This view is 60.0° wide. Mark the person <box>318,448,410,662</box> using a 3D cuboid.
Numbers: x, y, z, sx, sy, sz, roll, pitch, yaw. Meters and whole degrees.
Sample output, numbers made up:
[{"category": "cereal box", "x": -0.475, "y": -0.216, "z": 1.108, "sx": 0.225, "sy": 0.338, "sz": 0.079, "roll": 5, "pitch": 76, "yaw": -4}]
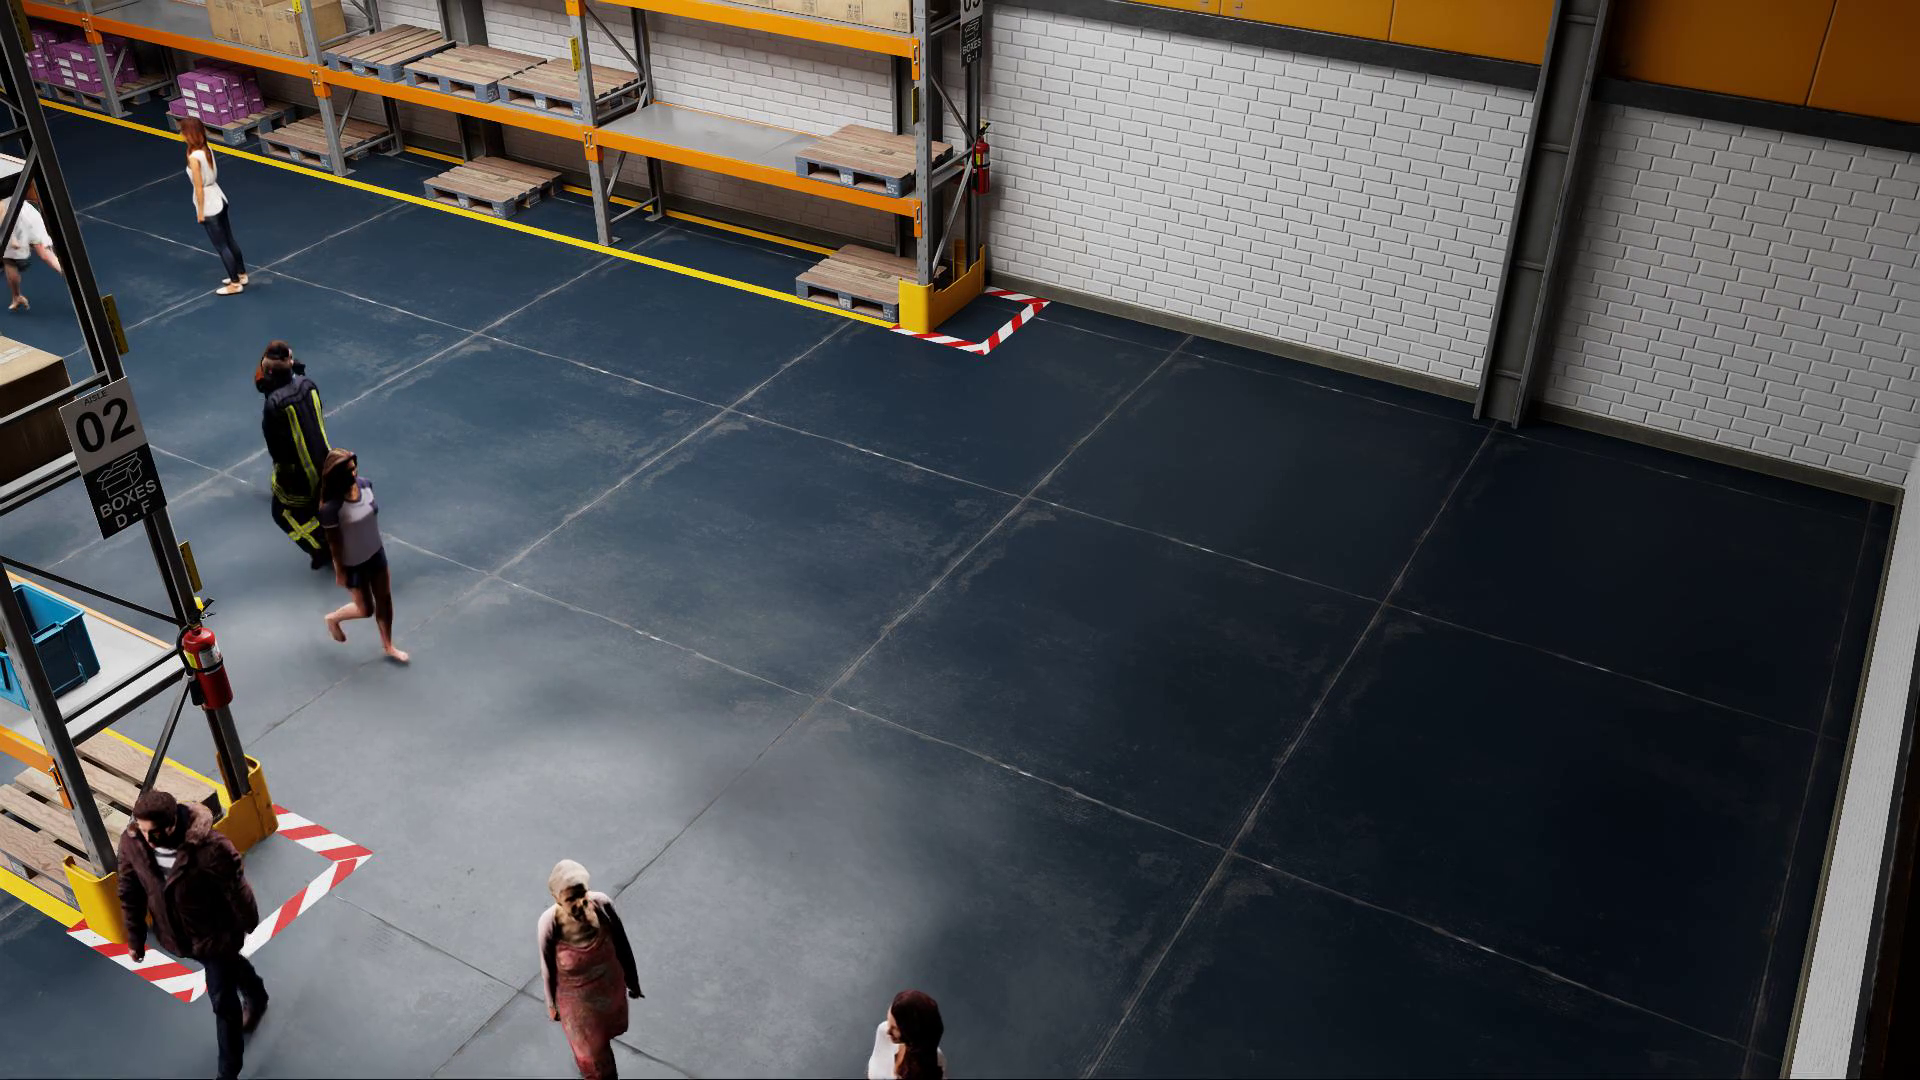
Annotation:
[{"category": "person", "x": -4.161, "y": 0.096, "z": 11.366, "sx": 0.820, "sy": 1.712, "sz": 0.612, "roll": 16, "pitch": 37, "yaw": 23}]

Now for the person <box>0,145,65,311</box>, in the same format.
[{"category": "person", "x": -8.869, "y": -2.926, "z": 15.901, "sx": 1.261, "sy": 1.724, "sz": 0.871, "roll": 6, "pitch": 34, "yaw": 10}]

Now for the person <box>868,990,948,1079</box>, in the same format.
[{"category": "person", "x": -0.205, "y": 2.643, "z": 7.460, "sx": 0.723, "sy": 1.795, "sz": 0.561, "roll": -27, "pitch": 42, "yaw": -34}]

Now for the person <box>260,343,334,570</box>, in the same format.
[{"category": "person", "x": -4.783, "y": -0.581, "z": 12.256, "sx": 0.814, "sy": 1.853, "sz": 0.844, "roll": 7, "pitch": 34, "yaw": 11}]

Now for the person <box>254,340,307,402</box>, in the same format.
[{"category": "person", "x": -5.290, "y": -0.906, "z": 13.084, "sx": 0.840, "sy": 1.479, "sz": 0.693, "roll": 7, "pitch": 34, "yaw": 11}]

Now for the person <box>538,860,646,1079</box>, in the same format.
[{"category": "person", "x": -1.871, "y": 2.191, "z": 8.264, "sx": 0.852, "sy": 1.657, "sz": 1.113, "roll": -24, "pitch": 40, "yaw": -31}]

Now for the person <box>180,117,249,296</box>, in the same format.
[{"category": "person", "x": -7.357, "y": -3.298, "z": 16.409, "sx": 0.691, "sy": 1.783, "sz": 0.663, "roll": -3, "pitch": 34, "yaw": -4}]

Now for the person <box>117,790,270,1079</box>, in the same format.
[{"category": "person", "x": -3.863, "y": 1.911, "z": 8.550, "sx": 1.141, "sy": 1.807, "sz": 1.059, "roll": 5, "pitch": 34, "yaw": 8}]
